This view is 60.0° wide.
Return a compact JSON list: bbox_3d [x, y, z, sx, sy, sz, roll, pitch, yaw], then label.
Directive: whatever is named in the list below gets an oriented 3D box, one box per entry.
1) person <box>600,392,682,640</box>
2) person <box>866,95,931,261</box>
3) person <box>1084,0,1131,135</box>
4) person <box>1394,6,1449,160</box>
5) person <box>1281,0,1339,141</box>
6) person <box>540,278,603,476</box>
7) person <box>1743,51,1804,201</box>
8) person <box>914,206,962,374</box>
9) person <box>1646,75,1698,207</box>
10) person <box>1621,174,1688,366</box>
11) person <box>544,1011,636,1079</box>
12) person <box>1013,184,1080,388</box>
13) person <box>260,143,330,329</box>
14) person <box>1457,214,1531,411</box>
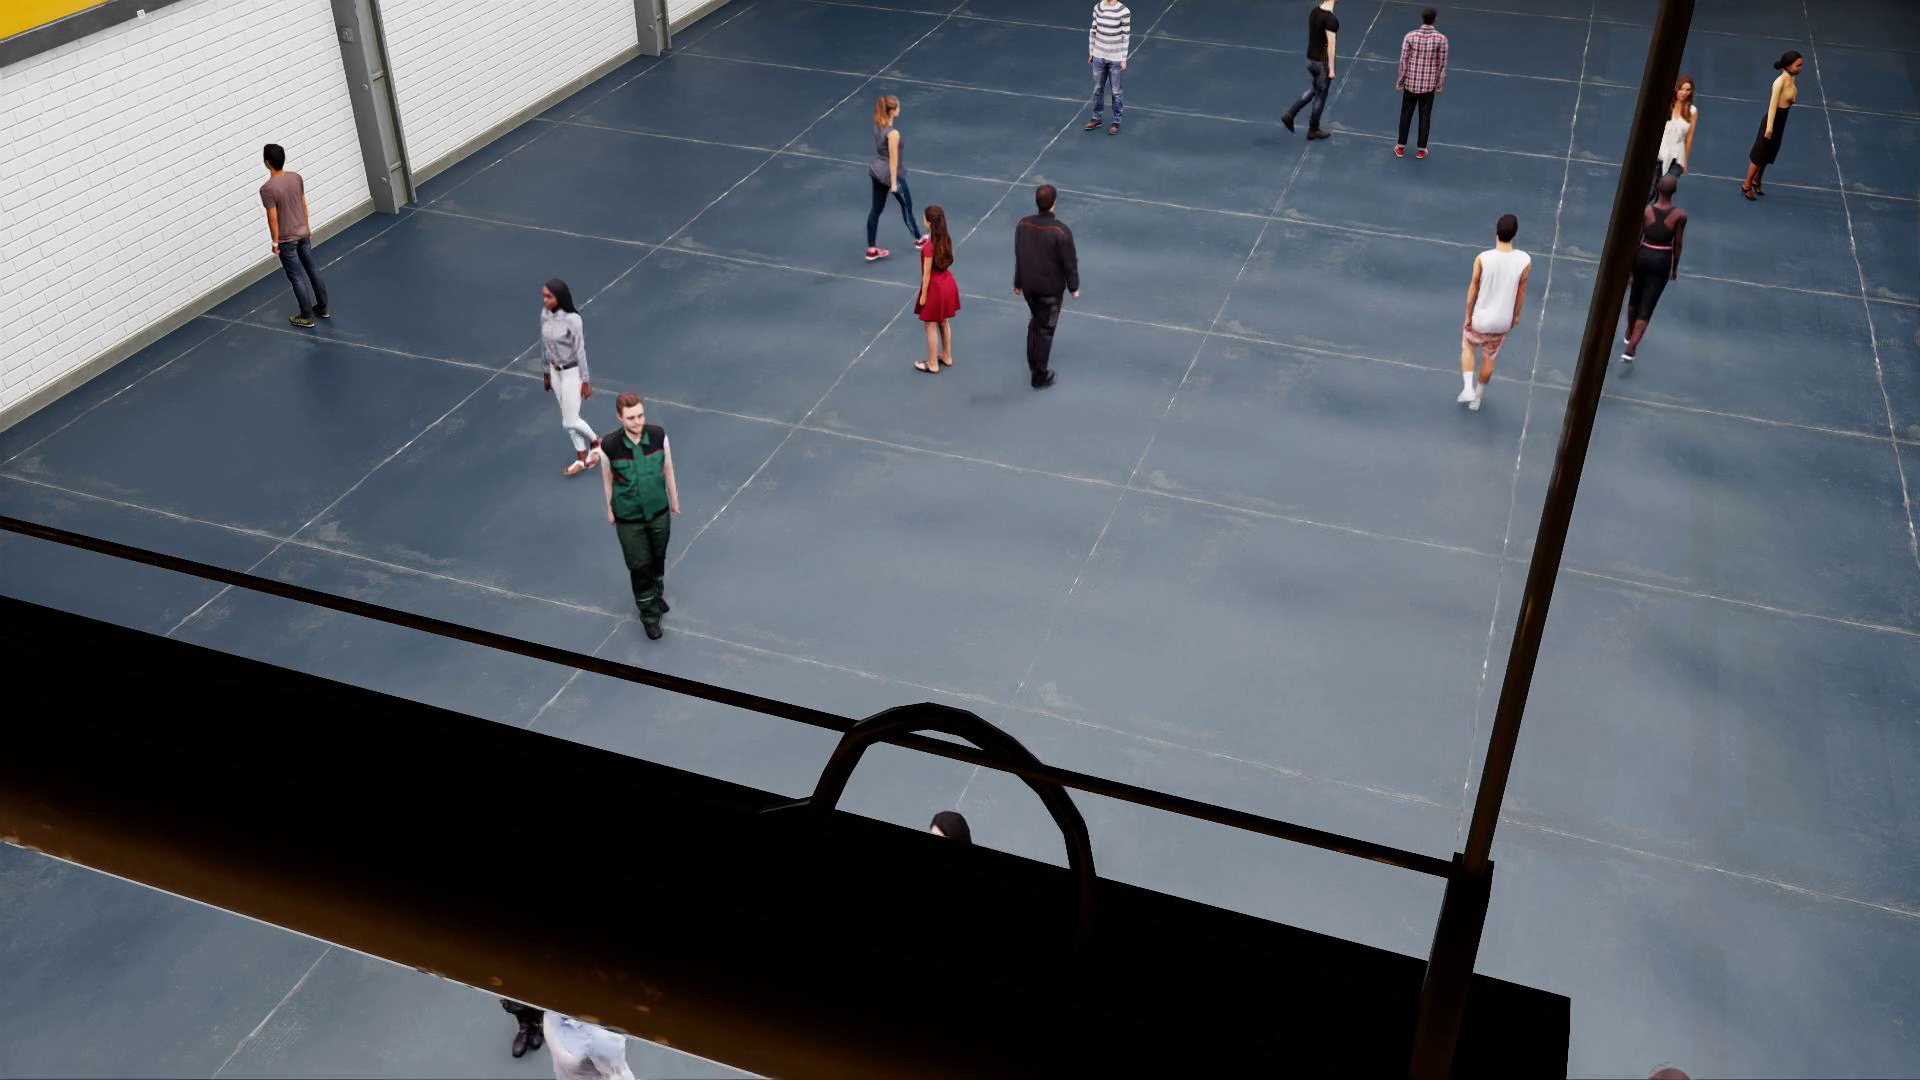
[{"bbox_3d":[-2.245,-0.243,11.691,0.908,1.838,0.960,-16,37,-23],"label":"person"},{"bbox_3d":[-0.814,-3.653,16.952,1.119,1.692,0.967,-21,39,-28],"label":"person"},{"bbox_3d":[1.810,-5.870,20.144,0.686,1.852,0.585,18,38,25],"label":"person"},{"bbox_3d":[5.383,-5.348,19.441,0.701,1.760,0.592,9,35,13],"label":"person"},{"bbox_3d":[4.211,-5.684,19.837,0.989,1.881,0.959,-9,35,-14],"label":"person"},{"bbox_3d":[-3.105,-1.339,13.447,0.715,1.718,0.745,24,40,31],"label":"person"},{"bbox_3d":[8.995,-4.587,18.395,0.695,1.651,0.585,28,42,35],"label":"person"},{"bbox_3d":[-0.196,-2.266,14.995,0.683,1.549,0.611,21,39,28],"label":"person"},{"bbox_3d":[7.365,-3.978,17.368,0.619,1.773,0.752,9,35,13],"label":"person"},{"bbox_3d":[6.244,-2.417,15.064,0.758,1.723,1.199,20,38,27],"label":"person"},{"bbox_3d":[-1.618,2.482,7.616,0.909,1.810,0.879,-28,43,-36],"label":"person"},{"bbox_3d":[0.672,-2.199,14.648,0.819,1.821,0.784,21,39,28],"label":"person"},{"bbox_3d":[-6.299,-2.885,15.718,0.707,1.779,0.519,16,37,23],"label":"person"},{"bbox_3d":[4.547,-1.886,14.219,0.698,1.775,0.758,5,34,8],"label":"person"}]
